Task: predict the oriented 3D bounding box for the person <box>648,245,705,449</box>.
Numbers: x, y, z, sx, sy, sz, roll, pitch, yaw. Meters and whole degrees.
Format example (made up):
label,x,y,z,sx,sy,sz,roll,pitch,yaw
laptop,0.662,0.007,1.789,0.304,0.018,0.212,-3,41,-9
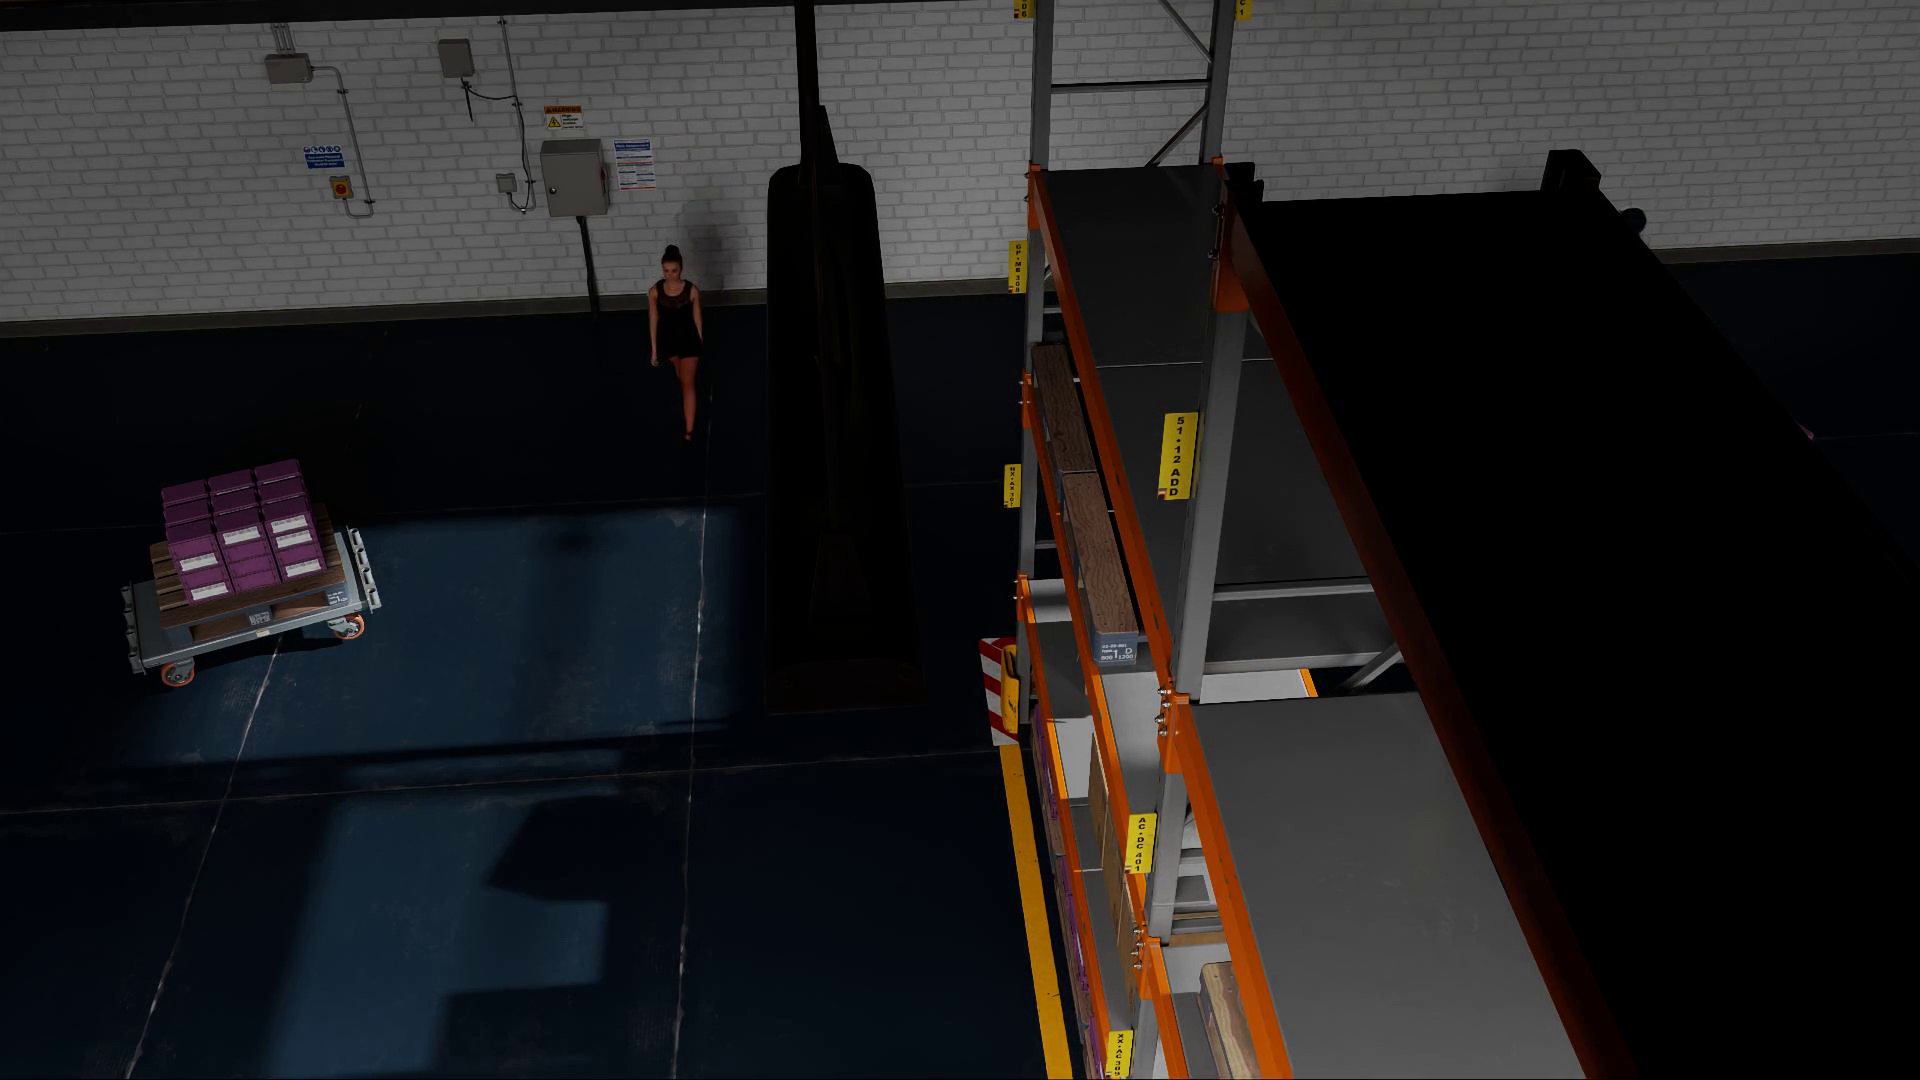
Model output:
label,x,y,z,sx,sy,sz,roll,pitch,yaw
person,-2.299,-1.668,13.641,0.666,1.620,1.157,1,39,2
